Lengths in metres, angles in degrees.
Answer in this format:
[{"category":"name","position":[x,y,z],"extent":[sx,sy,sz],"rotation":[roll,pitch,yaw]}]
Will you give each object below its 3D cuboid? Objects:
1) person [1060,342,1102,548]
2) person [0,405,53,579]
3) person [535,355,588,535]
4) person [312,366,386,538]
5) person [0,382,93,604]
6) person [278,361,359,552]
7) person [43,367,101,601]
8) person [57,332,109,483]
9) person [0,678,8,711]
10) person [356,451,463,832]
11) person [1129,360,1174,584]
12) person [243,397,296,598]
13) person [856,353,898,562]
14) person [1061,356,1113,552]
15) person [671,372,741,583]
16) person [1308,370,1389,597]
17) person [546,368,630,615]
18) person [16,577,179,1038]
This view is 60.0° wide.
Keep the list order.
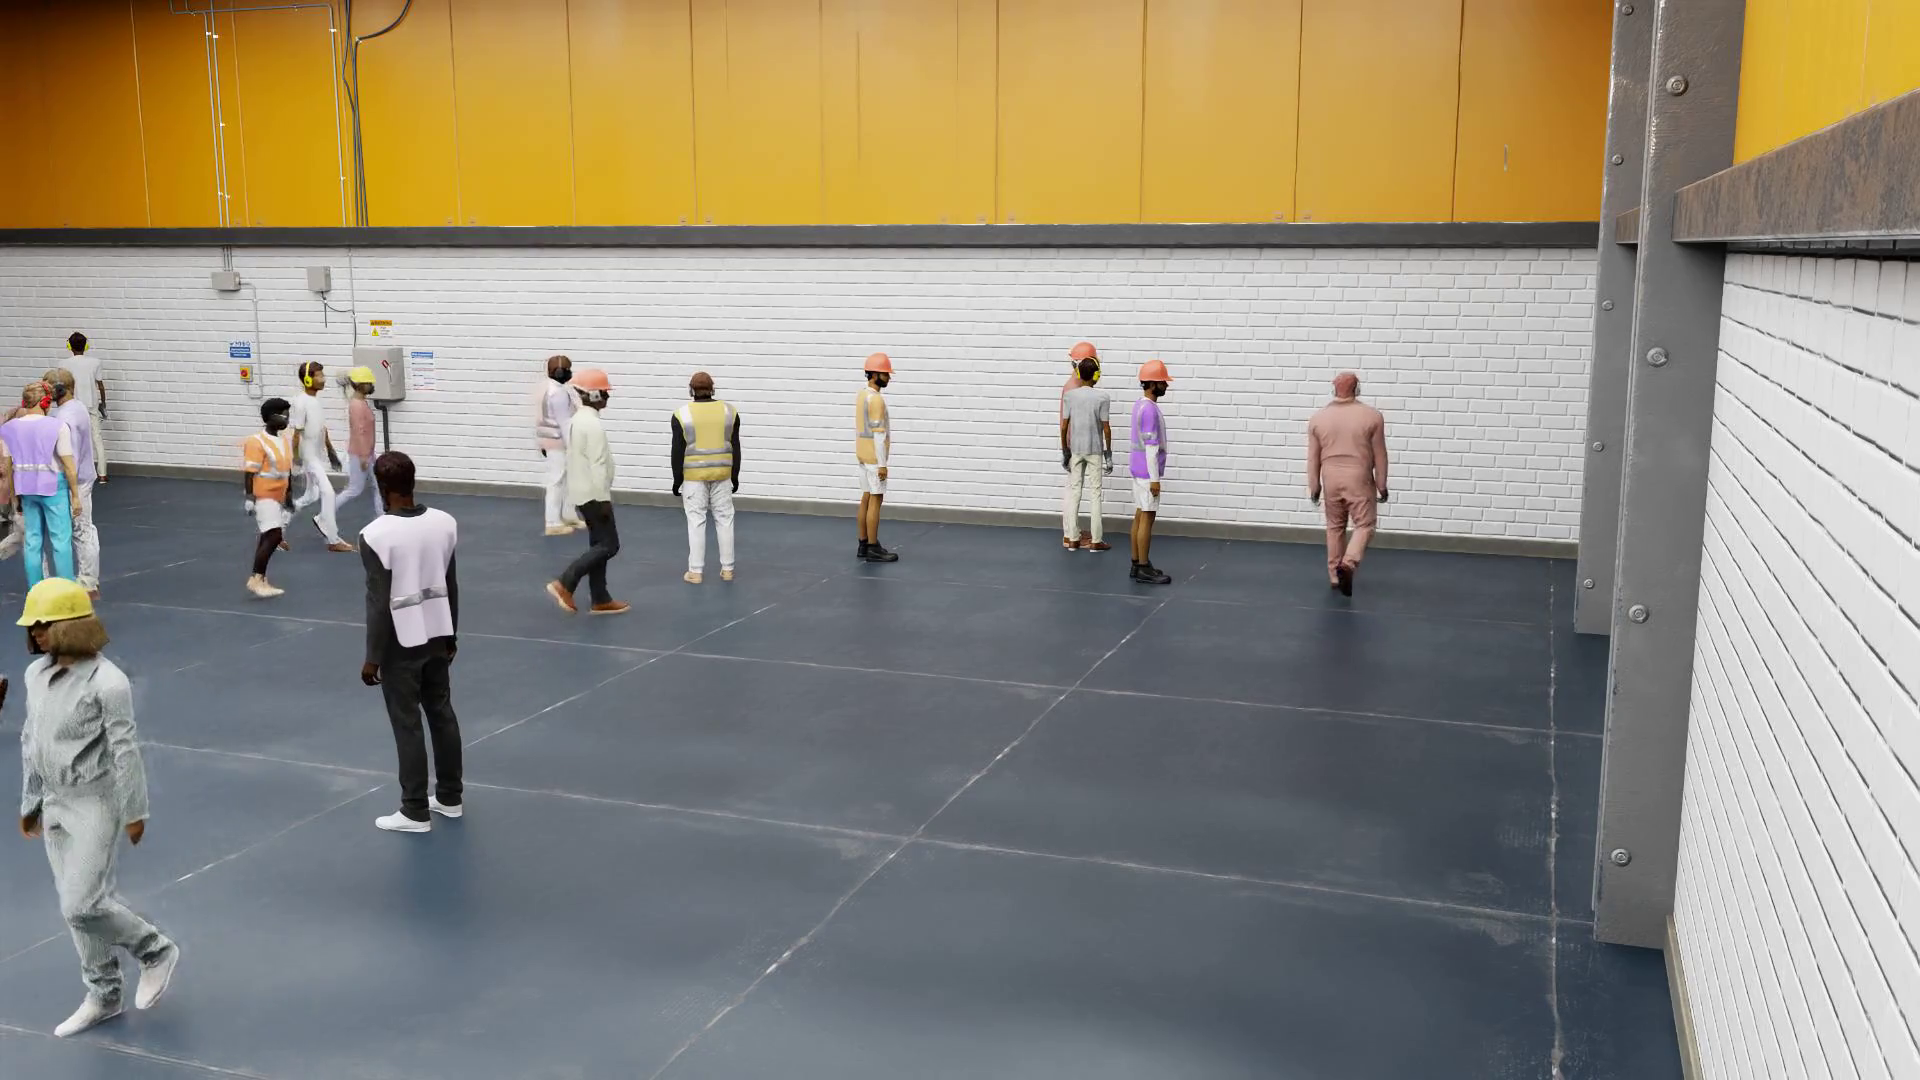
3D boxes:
[{"category":"person","position":[1.169,-0.926,16.166],"extent":[0.398,1.990,0.623],"rotation":[1,10,6]},{"category":"person","position":[-7.996,-0.353,14.050],"extent":[0.715,1.605,0.536],"rotation":[0,10,0]},{"category":"person","position":[-3.967,-0.958,16.824],"extent":[0.618,1.823,0.661],"rotation":[-5,11,-25]},{"category":"person","position":[-6.029,-0.867,16.577],"extent":[0.822,1.737,0.531],"rotation":[-2,10,-11]},{"category":"person","position":[-7.334,-0.340,13.307],"extent":[0.563,1.838,0.388],"rotation":[0,10,2]},{"category":"person","position":[-6.230,-0.786,15.836],"extent":[0.860,1.842,0.510],"rotation":[-1,10,-5]},{"category":"person","position":[-7.289,-0.450,13.646],"extent":[0.372,1.939,0.631],"rotation":[-4,11,-22]},{"category":"person","position":[-10.727,-1.609,20.363],"extent":[0.513,1.872,0.328],"rotation":[-7,12,-36]},{"category":"person","position":[-5.972,0.294,9.602],"extent":[0.667,1.886,0.652],"rotation":[-9,13,-40]},{"category":"person","position":[-2.731,0.507,8.324],"extent":[0.375,1.911,0.596],"rotation":[5,11,26]},{"category":"person","position":[1.657,-0.593,14.445],"extent":[0.360,1.939,0.543],"rotation":[-1,10,-5]},{"category":"person","position":[-5.727,-0.345,13.797],"extent":[0.404,1.667,0.539],"rotation":[0,10,2]},{"category":"person","position":[-0.774,-0.766,15.431],"extent":[0.364,1.933,0.552],"rotation":[-4,11,-20]},{"category":"person","position":[1.219,-0.815,15.905],"extent":[0.537,1.864,0.314],"rotation":[5,11,26]},{"category":"person","position":[-2.209,-0.541,14.446],"extent":[0.621,1.838,0.429],"rotation":[-4,11,-24]},{"category":"person","position":[3.234,-0.474,13.913],"extent":[0.677,1.894,0.685],"rotation":[6,12,31]},{"category":"person","position":[-2.918,-0.356,13.004],"extent":[0.571,1.973,0.631],"rotation":[-5,11,-24]},{"category":"person","position":[-3.253,0.983,6.153],"extent":[0.491,1.729,0.403],"rotation":[6,12,29]}]
